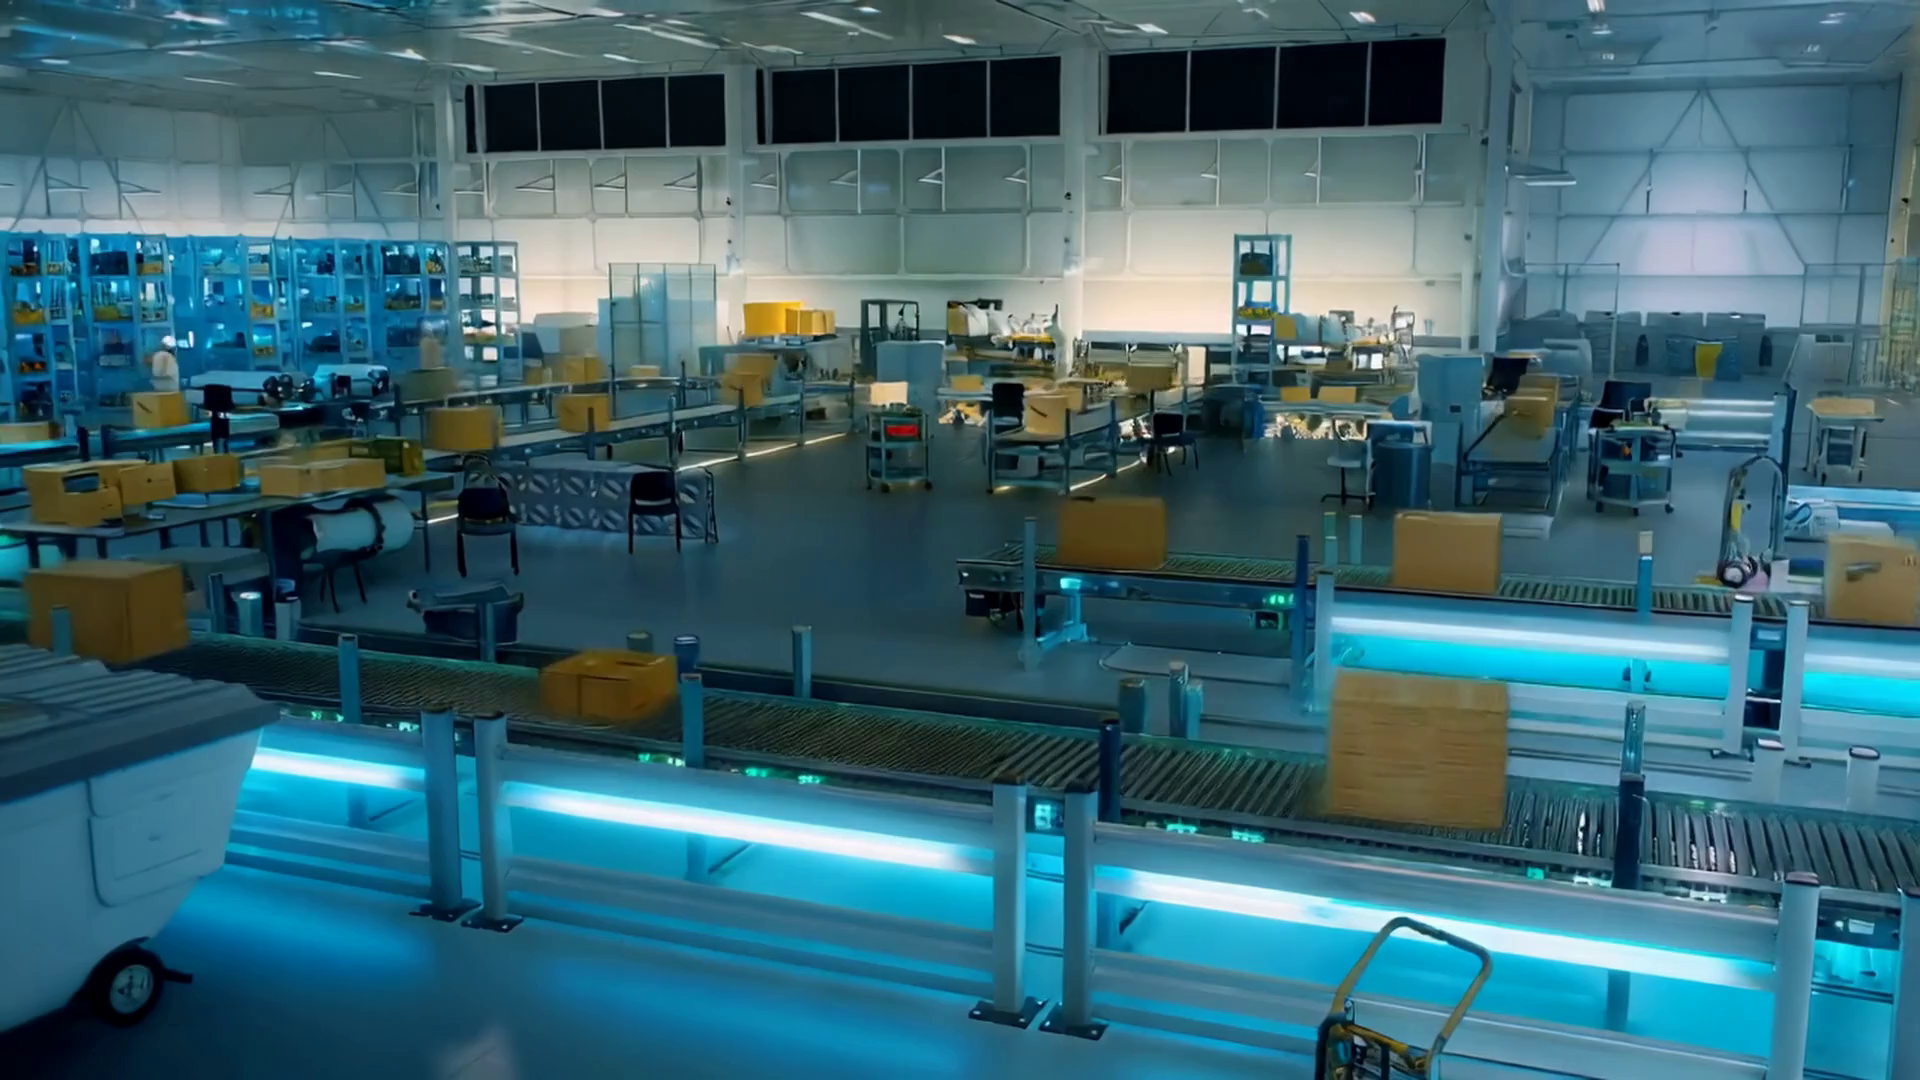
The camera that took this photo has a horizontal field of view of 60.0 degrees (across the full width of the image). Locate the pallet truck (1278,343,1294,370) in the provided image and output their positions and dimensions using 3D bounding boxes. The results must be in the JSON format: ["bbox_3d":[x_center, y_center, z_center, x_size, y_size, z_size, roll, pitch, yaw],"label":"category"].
[{"bbox_3d":[7.886,-4.163,39.743,0.653,1.274,1.630,4,10,22],"label":"pallet truck"}]

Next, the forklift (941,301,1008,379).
[{"bbox_3d":[0.365,-4.966,41.571,1.157,1.987,2.680,3,10,20],"label":"forklift"}]

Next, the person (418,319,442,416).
[{"bbox_3d":[-10.567,-3.440,33.335,0.625,1.975,0.718,7,12,36],"label":"person"}]

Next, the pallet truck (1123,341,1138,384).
[{"bbox_3d":[4.445,-4.380,41.279,0.680,1.201,1.601,4,10,22],"label":"pallet truck"}]

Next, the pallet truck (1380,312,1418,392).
[{"bbox_3d":[10.207,-4.283,38.369,0.823,1.965,1.885,3,10,20],"label":"pallet truck"}]

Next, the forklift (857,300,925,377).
[{"bbox_3d":[-1.732,-5.109,42.468,1.157,1.987,2.680,4,10,22],"label":"forklift"}]

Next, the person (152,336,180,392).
[{"bbox_3d":[-14.161,-2.724,29.566,0.582,1.794,0.878,5,11,30],"label":"person"}]

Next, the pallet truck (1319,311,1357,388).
[{"bbox_3d":[9.071,-4.419,39.190,0.823,1.965,1.885,5,10,26],"label":"pallet truck"}]

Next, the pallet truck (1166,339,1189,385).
[{"bbox_3d":[5.418,-4.269,40.420,0.704,1.261,1.522,3,10,20],"label":"pallet truck"}]
